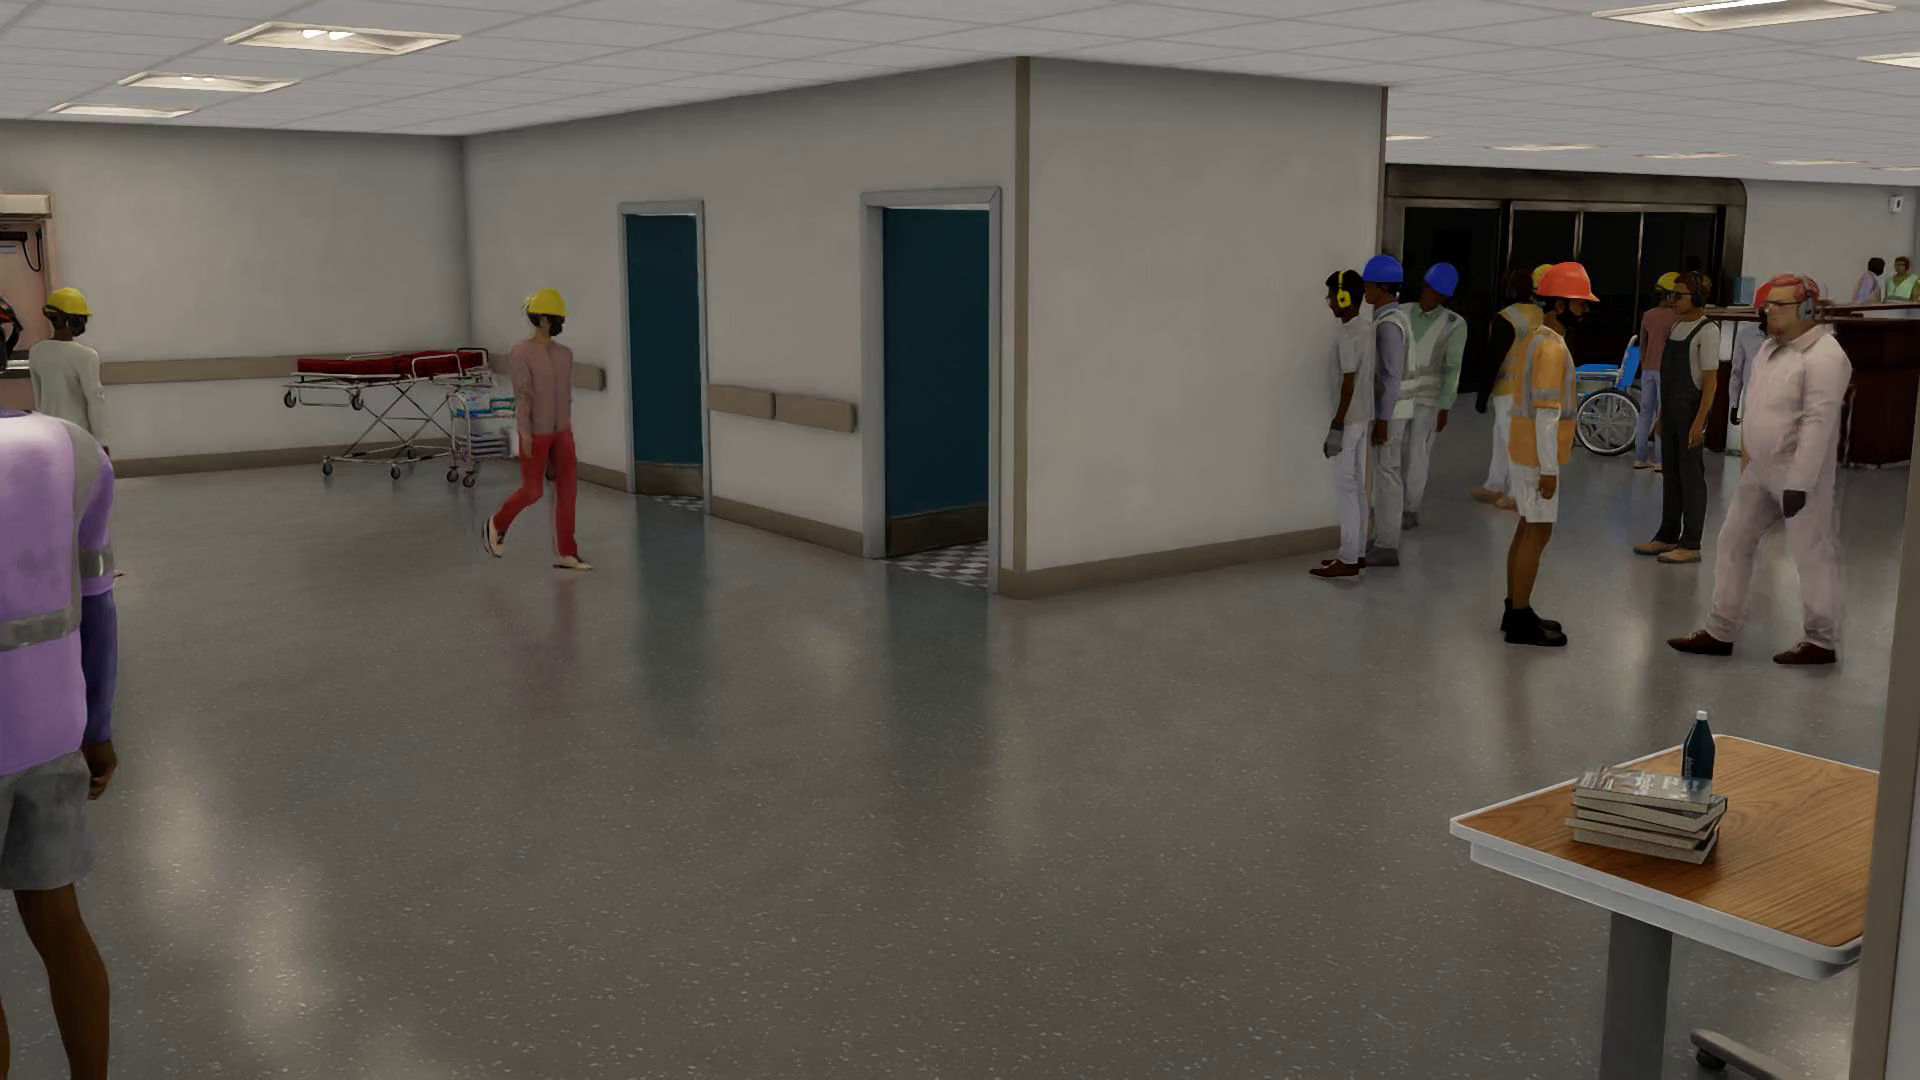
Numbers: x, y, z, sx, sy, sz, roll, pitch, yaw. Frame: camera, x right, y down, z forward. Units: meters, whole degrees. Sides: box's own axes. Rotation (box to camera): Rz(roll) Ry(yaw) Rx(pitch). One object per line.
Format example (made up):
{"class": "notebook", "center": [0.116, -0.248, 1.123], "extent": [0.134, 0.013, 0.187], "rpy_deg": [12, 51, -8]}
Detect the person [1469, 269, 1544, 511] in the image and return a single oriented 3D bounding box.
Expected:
{"class": "person", "center": [4.115, -1.143, 12.700], "extent": [0.654, 1.819, 0.756], "rpy_deg": [-8, 13, -39]}

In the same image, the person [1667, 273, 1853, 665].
{"class": "person", "center": [3.863, -0.320, 7.947], "extent": [0.853, 1.869, 0.671], "rpy_deg": [-1, 10, -4]}

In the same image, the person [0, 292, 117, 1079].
{"class": "person", "center": [-2.027, 0.409, 3.444], "extent": [0.409, 2.028, 0.618], "rpy_deg": [4, 11, 19]}

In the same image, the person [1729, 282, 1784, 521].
{"class": "person", "center": [5.895, -1.009, 12.180], "extent": [0.358, 1.744, 0.557], "rpy_deg": [-9, 13, -40]}

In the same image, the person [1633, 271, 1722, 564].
{"class": "person", "center": [4.588, -0.774, 10.563], "extent": [0.345, 1.846, 0.507], "rpy_deg": [-1, 10, -7]}

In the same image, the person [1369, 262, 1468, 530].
{"class": "person", "center": [3.171, -0.980, 11.591], "extent": [0.678, 1.885, 0.576], "rpy_deg": [7, 12, 33]}

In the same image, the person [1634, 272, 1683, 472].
{"class": "person", "center": [6.246, -1.484, 14.774], "extent": [0.311, 1.768, 0.522], "rpy_deg": [-3, 11, -18]}

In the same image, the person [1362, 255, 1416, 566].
{"class": "person", "center": [2.651, -0.805, 10.452], "extent": [0.402, 1.949, 0.605], "rpy_deg": [3, 10, 14]}

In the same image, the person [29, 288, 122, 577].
{"class": "person", "center": [-5.328, -0.628, 10.003], "extent": [0.519, 1.757, 0.343], "rpy_deg": [3, 11, 18]}

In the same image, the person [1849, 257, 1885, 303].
{"class": "person", "center": [14.324, -3.558, 26.299], "extent": [0.858, 1.794, 0.648], "rpy_deg": [3, 11, 19]}

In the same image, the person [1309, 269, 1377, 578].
{"class": "person", "center": [2.332, -0.696, 10.082], "extent": [0.328, 1.865, 0.520], "rpy_deg": [5, 11, 28]}

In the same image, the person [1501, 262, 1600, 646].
{"class": "person", "center": [2.978, -0.430, 8.414], "extent": [0.389, 1.928, 0.546], "rpy_deg": [2, 10, 12]}

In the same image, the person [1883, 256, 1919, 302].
{"class": "person", "center": [14.729, -3.517, 26.002], "extent": [0.697, 1.827, 0.567], "rpy_deg": [-5, 11, -26]}

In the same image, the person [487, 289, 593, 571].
{"class": "person", "center": [-2.622, -0.682, 10.313], "extent": [0.666, 1.748, 0.520], "rpy_deg": [7, 12, 33]}
